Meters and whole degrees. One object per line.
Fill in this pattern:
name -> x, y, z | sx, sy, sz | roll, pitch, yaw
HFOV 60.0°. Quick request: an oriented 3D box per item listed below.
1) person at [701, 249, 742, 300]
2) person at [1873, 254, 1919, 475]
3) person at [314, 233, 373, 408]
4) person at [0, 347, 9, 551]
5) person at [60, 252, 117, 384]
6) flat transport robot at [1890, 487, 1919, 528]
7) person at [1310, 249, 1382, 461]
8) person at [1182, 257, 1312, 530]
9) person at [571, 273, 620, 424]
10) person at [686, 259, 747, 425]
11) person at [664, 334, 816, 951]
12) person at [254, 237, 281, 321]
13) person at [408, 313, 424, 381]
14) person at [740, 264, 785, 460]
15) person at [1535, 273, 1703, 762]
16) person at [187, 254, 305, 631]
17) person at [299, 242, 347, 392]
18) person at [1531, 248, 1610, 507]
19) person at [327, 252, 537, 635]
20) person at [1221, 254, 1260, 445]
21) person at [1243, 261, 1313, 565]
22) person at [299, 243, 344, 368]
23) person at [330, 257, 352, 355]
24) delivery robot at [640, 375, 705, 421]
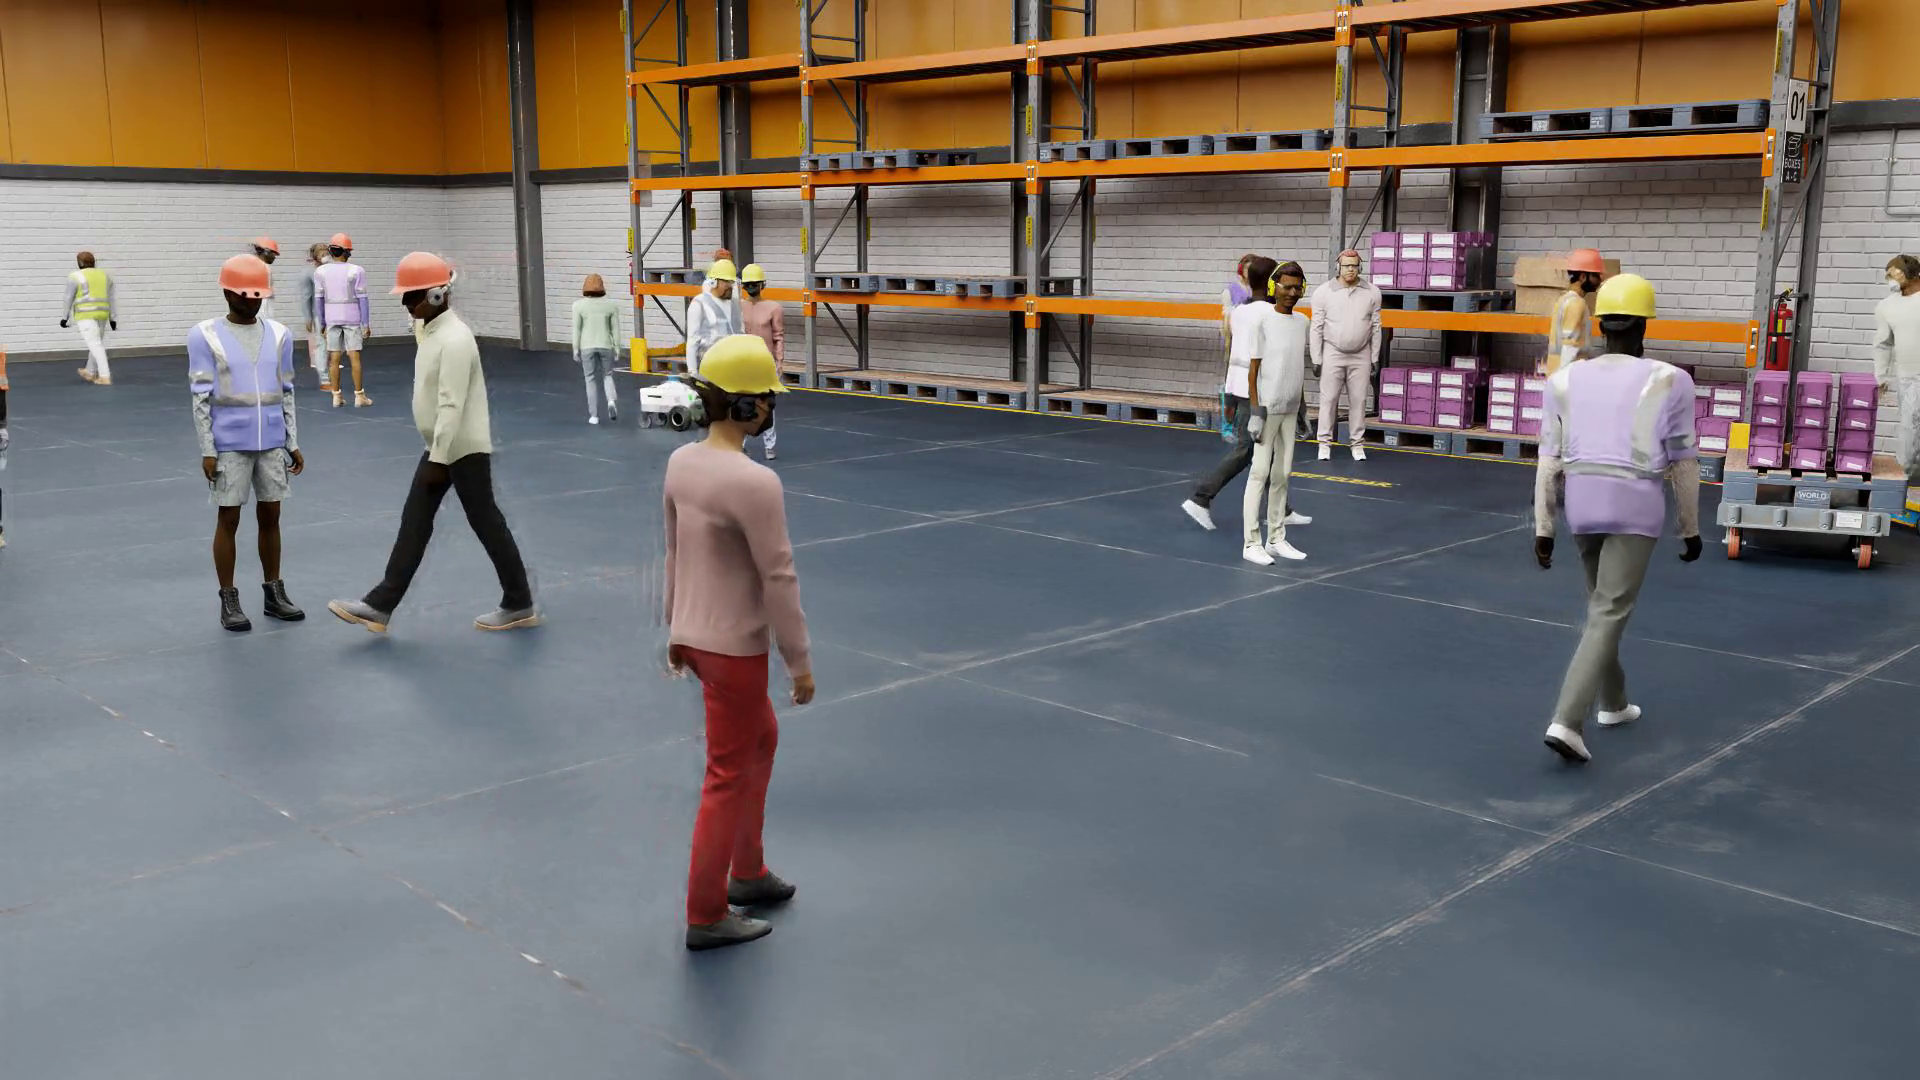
person -> -2.586, -2.266, 18.370 | 0.440, 1.866, 0.608 | 8, 13, 37
person -> 7.236, -1.223, 12.670 | 0.848, 1.876, 0.696 | -3, 11, -15
person -> -7.260, -2.581, 19.611 | 0.611, 2.042, 0.394 | 0, 10, 0
person -> -6.222, -0.694, 10.370 | 0.538, 1.672, 0.731 | -4, 11, -21
person -> -11.945, -3.033, 22.758 | 0.961, 1.791, 0.646 | 5, 12, 26
flat transport robot -> 6.758, -0.195, 11.436 | 0.652, 0.197, 1.431 | 0, 10, 0
person -> 3.468, -1.649, 14.942 | 0.636, 1.900, 0.401 | 0, 10, 0
person -> 1.989, -1.003, 11.462 | 0.957, 1.887, 0.586 | -2, 11, -12
person -> -3.894, -2.040, 17.822 | 0.504, 1.623, 0.410 | -4, 11, -22
person -> -2.052, -1.546, 14.609 | 0.618, 1.804, 0.615 | 8, 13, 36
person -> -0.586, 0.289, 4.768 | 0.599, 1.745, 0.543 | -8, 13, -36
person -> -8.920, -2.890, 21.436 | 0.505, 1.997, 0.685 | -8, 13, -36
person -> -7.432, -3.013, 23.080 | 0.279, 1.634, 0.498 | 8, 13, 38
person -> -1.844, -1.598, 15.005 | 0.526, 1.769, 0.328 | 0, 10, 2
person -> 2.536, -0.095, 6.529 | 0.988, 1.890, 0.583 | -9, 14, -40
person -> -3.663, -0.504, 8.604 | 0.383, 1.927, 0.543 | 9, 14, 42
person -> -8.208, -2.874, 21.516 | 0.440, 1.926, 0.654 | 7, 12, 33
person -> 4.605, -1.177, 12.278 | 0.712, 1.913, 0.557 | 2, 11, 11
person -> -2.629, -0.450, 8.284 | 1.045, 1.930, 0.627 | -6, 12, -31
person -> 2.758, -1.852, 16.192 | 0.564, 1.839, 0.396 | -8, 13, -37
person -> 1.984, -0.785, 10.310 | 0.520, 1.865, 0.332 | -7, 13, -35
person -> -9.712, -3.547, 25.270 | 0.638, 1.902, 0.407 | 7, 12, 33
person -> -10.483, -4.053, 28.267 | 0.640, 1.824, 0.689 | -3, 11, -16
delivery robot -> -3.001, -1.484, 17.436 | 0.707, 0.478, 0.477 | 6, 12, 27
